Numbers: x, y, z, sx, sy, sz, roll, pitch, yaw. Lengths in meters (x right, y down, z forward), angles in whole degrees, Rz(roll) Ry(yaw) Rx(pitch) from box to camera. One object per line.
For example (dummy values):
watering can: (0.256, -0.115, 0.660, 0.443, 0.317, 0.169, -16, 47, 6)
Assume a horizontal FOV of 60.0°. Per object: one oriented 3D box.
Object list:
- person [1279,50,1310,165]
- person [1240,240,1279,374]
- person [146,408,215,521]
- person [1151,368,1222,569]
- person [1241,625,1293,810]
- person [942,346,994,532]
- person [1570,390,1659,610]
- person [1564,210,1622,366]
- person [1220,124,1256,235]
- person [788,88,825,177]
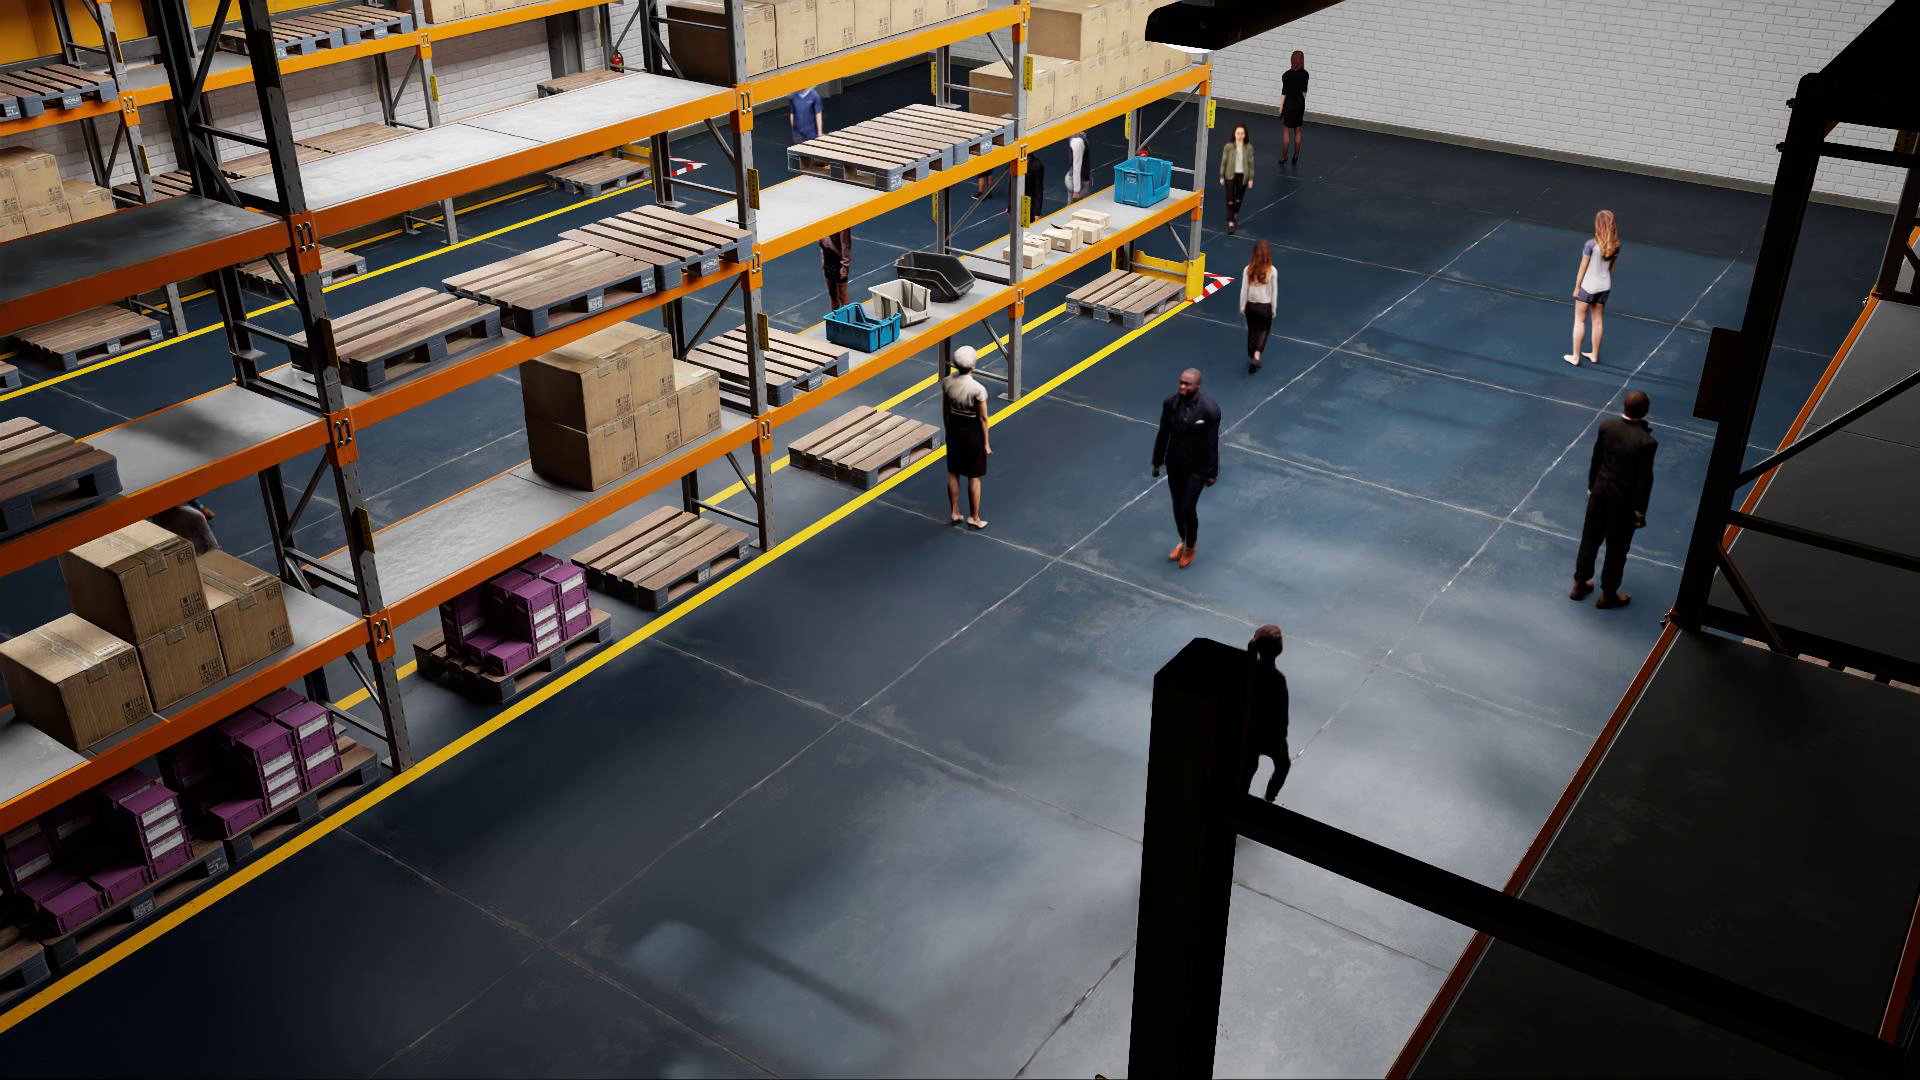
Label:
person: (5.063, -6.569, 25.254, 0.629, 1.706, 0.713, -8, 30, -14)
person: (3.223, -2.491, 18.020, 0.624, 1.474, 0.635, 10, 30, 17)
person: (-6.978, -0.600, 14.813, 0.528, 1.226, 0.858, 21, 35, 33)
person: (2.009, -0.660, 14.316, 0.743, 1.806, 0.661, 21, 35, 33)
person: (1.946, 1.272, 11.048, 0.725, 1.544, 0.657, -19, 34, -31)
person: (0.047, -0.899, 14.806, 0.634, 1.756, 0.524, 17, 33, 28)
person: (5.375, -0.342, 13.632, 0.726, 1.903, 0.775, -20, 34, -32)
person: (6.973, -2.763, 18.257, 0.672, 1.724, 0.746, -7, 29, -13)
person: (3.737, -4.879, 22.436, 0.901, 1.438, 1.071, 3, 29, 5)
person: (-2.171, -5.753, 23.611, 0.895, 1.847, 1.082, 6, 29, 11)
